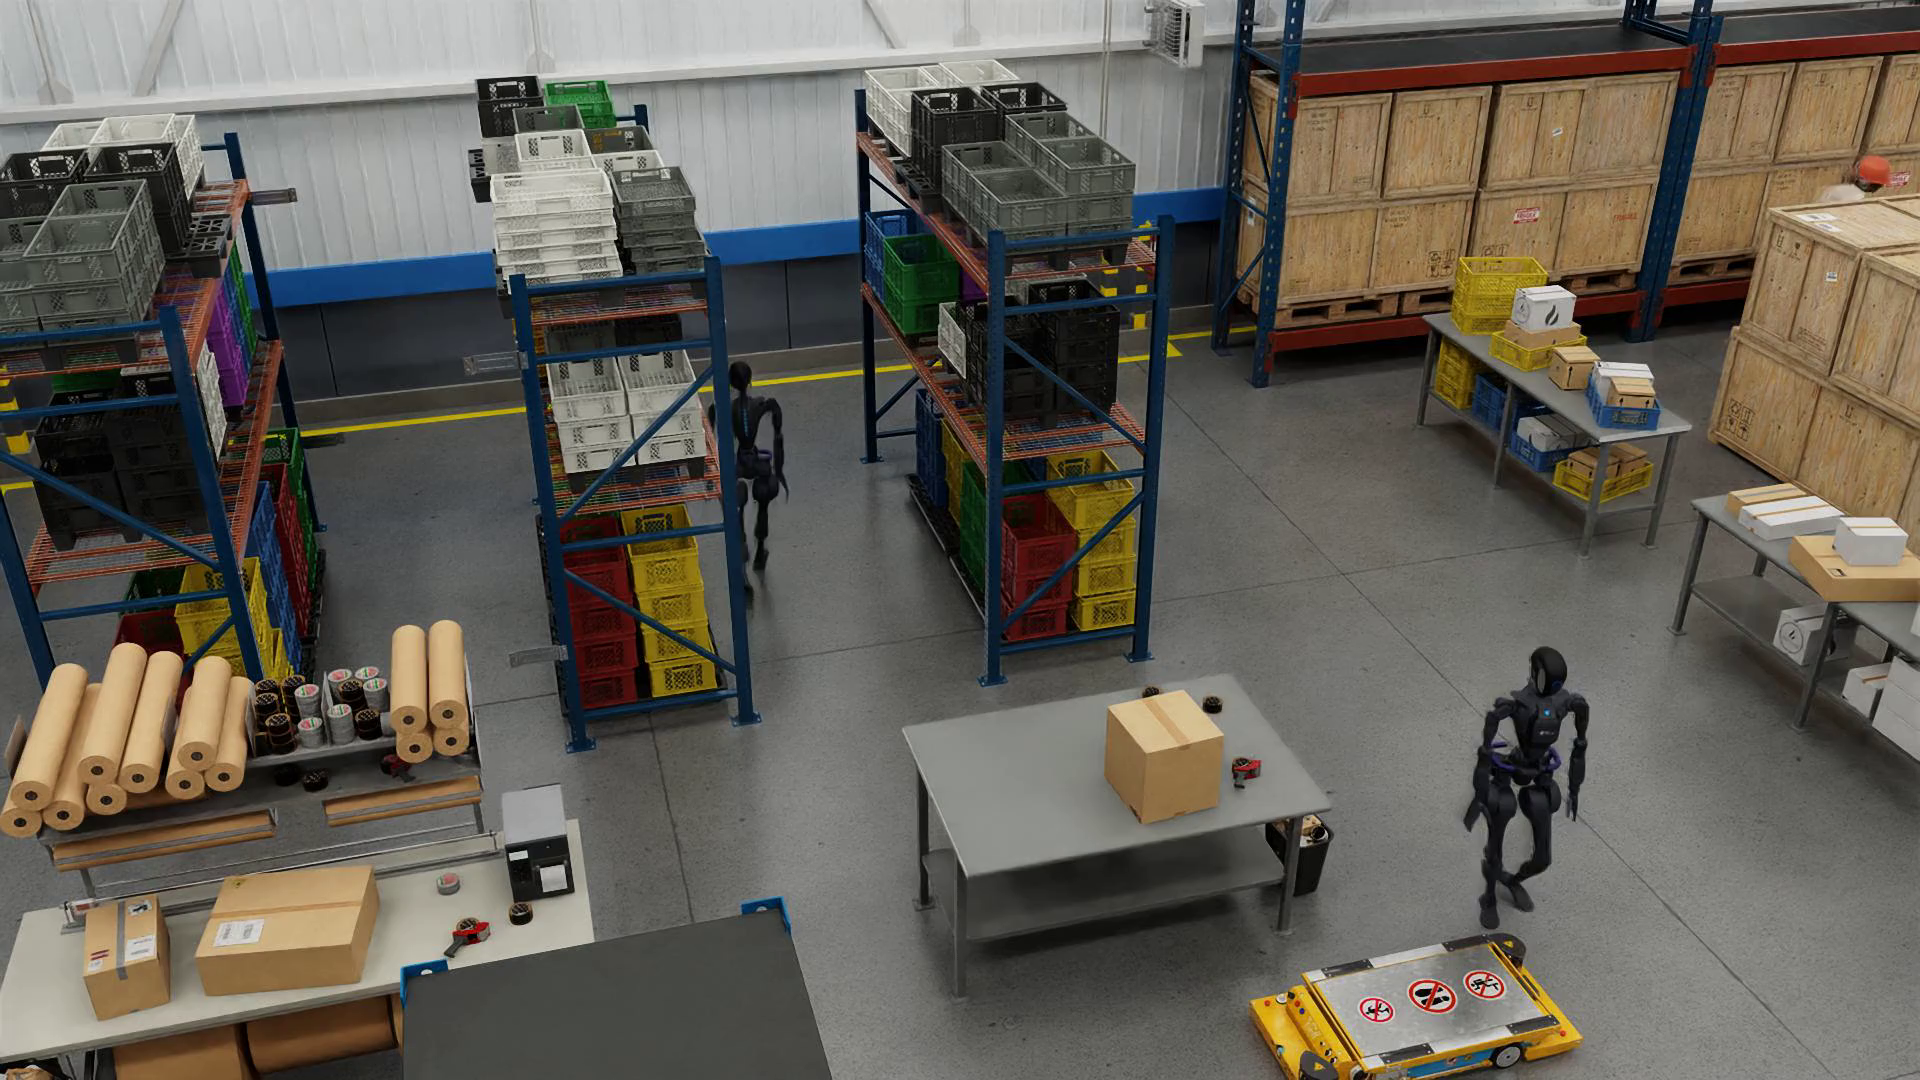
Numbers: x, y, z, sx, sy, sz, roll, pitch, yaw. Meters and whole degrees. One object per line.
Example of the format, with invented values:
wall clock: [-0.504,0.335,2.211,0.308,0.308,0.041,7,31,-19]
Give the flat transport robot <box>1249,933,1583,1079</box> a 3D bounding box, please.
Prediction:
flat transport robot: [2.184,2.282,7.980,1.431,0.197,0.652,-8,30,-14]

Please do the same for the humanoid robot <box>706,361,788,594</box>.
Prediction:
humanoid robot: [-1.476,-0.423,11.523,0.563,1.643,0.701,-4,29,-8]

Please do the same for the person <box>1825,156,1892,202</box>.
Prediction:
person: [7.857,-2.506,14.976,0.740,1.945,0.636,2,29,4]

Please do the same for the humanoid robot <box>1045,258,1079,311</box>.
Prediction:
humanoid robot: [0.754,-1.944,14.222,0.586,1.657,0.330,3,29,5]

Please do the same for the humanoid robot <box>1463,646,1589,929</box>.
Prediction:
humanoid robot: [2.858,1.251,8.423,0.595,1.651,0.380,-1,29,-2]
